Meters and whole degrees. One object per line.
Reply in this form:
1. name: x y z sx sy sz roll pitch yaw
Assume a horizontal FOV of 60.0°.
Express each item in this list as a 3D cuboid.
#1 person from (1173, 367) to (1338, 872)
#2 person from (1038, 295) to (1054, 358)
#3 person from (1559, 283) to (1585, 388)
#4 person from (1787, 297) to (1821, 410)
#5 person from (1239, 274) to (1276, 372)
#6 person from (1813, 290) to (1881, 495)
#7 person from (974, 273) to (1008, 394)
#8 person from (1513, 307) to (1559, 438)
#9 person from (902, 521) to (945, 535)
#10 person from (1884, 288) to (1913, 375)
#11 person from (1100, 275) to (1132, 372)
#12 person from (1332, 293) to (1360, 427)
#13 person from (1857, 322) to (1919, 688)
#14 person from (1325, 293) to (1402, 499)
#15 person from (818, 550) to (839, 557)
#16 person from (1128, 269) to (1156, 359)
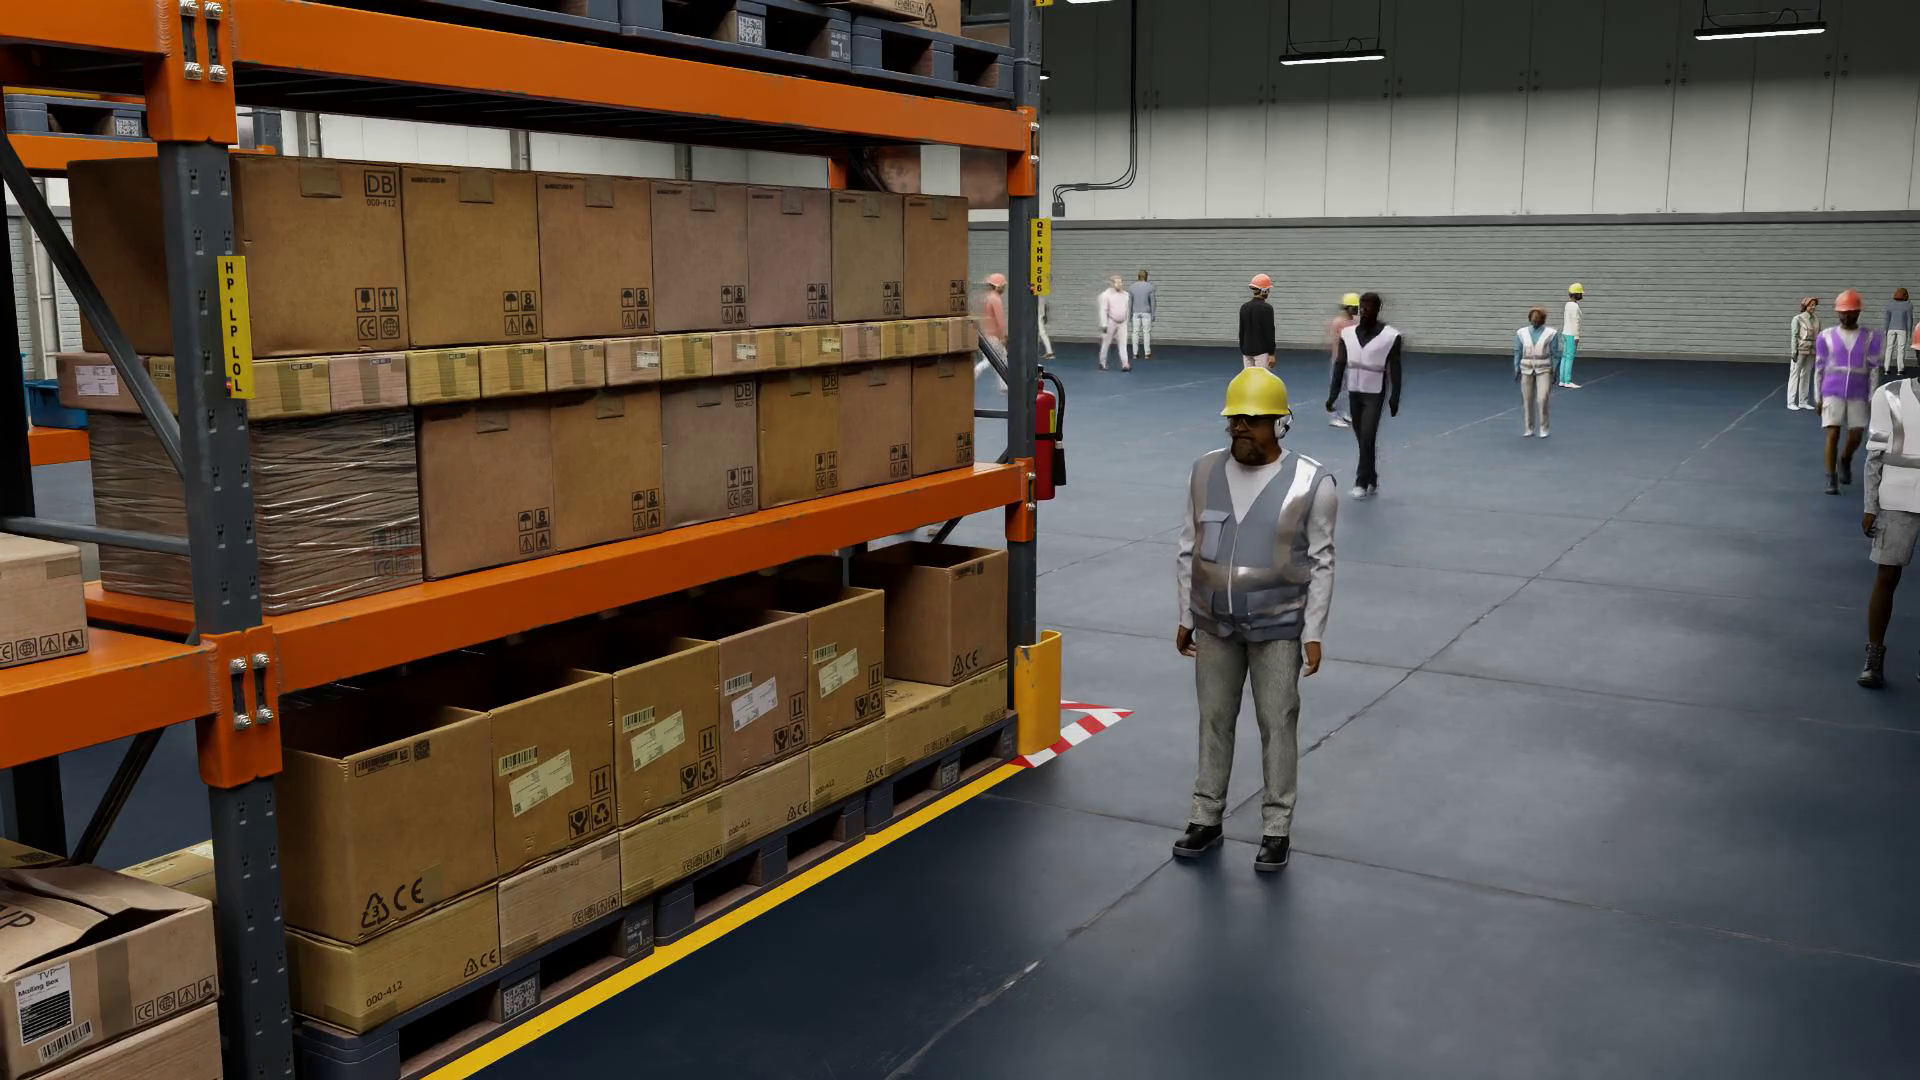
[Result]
1. person: 1.051 0.287 6.061 0.586 1.835 0.403 6 11 30
2. person: 1.642 -4.875 36.312 0.978 1.822 0.527 5 11 28
3. person: 10.385 -3.457 28.183 0.311 1.768 0.532 0 10 3
4. person: 12.253 -2.702 24.131 0.514 1.641 0.307 -4 10 -22
5. person: 3.842 -2.414 21.408 0.377 1.995 0.608 -6 11 -32
6. person: 8.318 -1.390 15.637 0.559 1.914 0.541 4 11 23
7. person: 0.482 -3.289 26.643 0.903 1.963 0.616 0 10 -3
8. person: 7.062 -2.048 20.399 0.516 1.603 0.506 6 11 30
9. person: -0.291 -0.976 13.310 0.582 1.882 0.338 4 10 22
10. person: 17.642 -3.918 31.270 0.284 1.633 0.497 -7 12 -37
11. person: 3.003 -4.198 32.273 0.657 1.861 1.011 -4 11 -23
12. person: 5.046 -2.327 21.626 0.527 1.752 0.465 -6 12 -33
13. person: 4.925 -0.184 8.516 0.545 1.938 0.362 4 11 23
14. person: 3.682 -1.319 15.319 0.599 1.886 0.874 9 13 43
15. person: -1.064 -0.439 10.217 0.936 1.870 0.651 -6 11 -31
16. person: 3.958 -4.916 36.231 0.629 1.937 0.377 4 11 23
